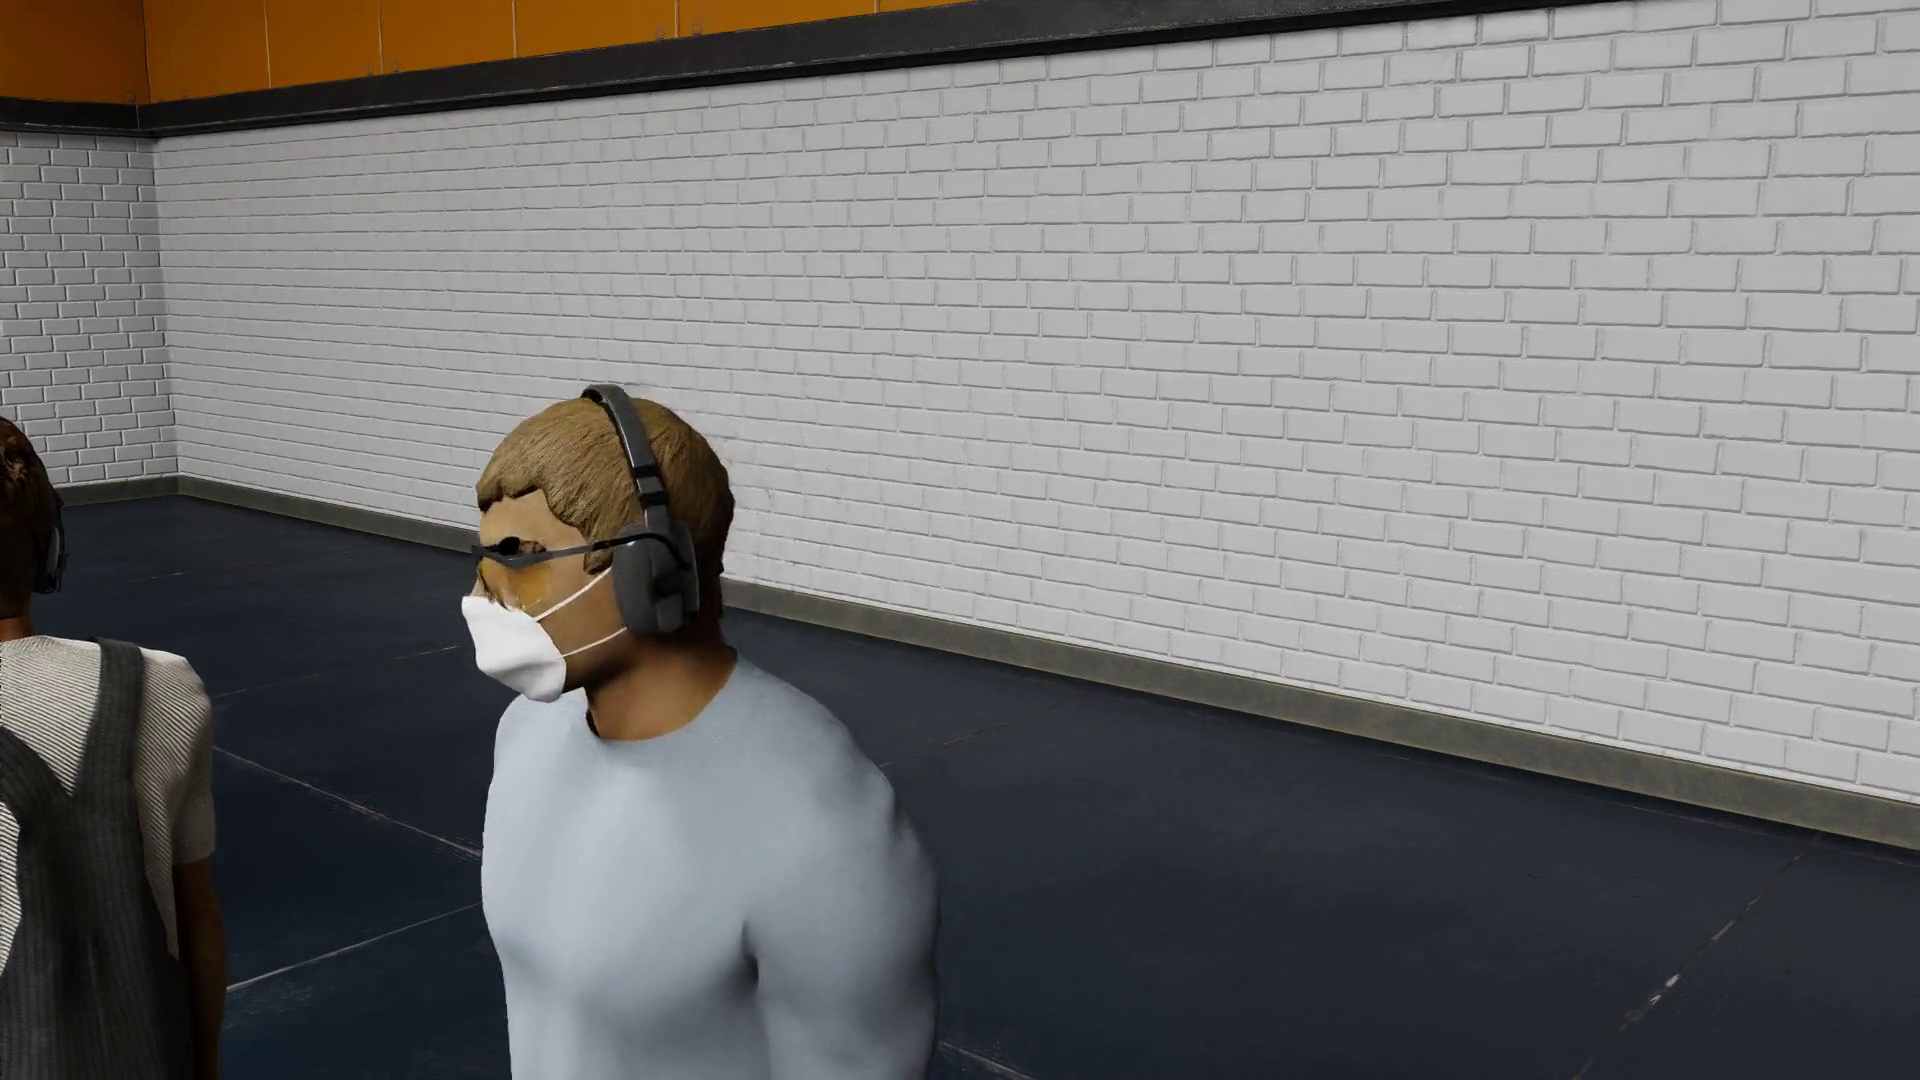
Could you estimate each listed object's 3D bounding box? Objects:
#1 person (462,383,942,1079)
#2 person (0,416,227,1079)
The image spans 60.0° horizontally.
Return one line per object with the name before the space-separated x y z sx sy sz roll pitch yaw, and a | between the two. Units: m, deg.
person | -0.203 0.779 1.751 0.891 1.911 0.628 -9 13 -41
person | -1.115 0.759 2.016 0.345 1.845 0.505 5 11 28
